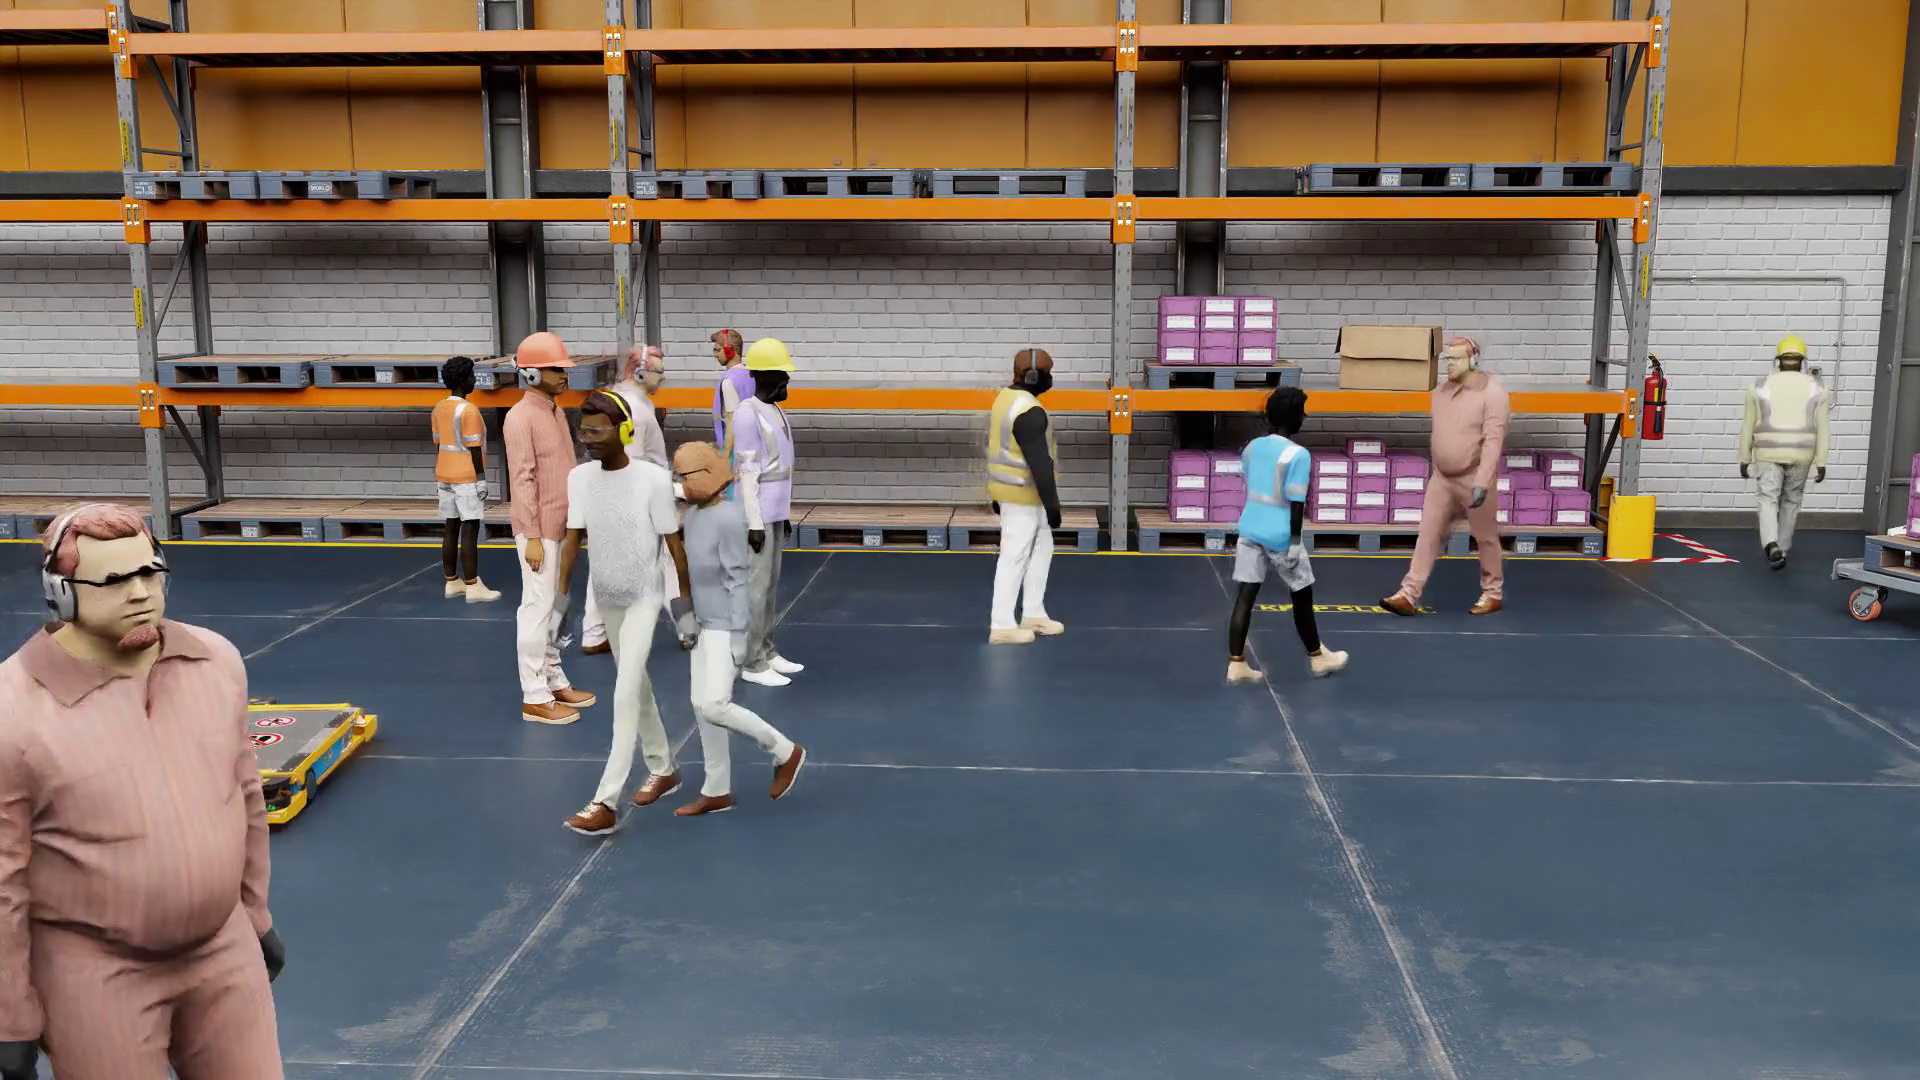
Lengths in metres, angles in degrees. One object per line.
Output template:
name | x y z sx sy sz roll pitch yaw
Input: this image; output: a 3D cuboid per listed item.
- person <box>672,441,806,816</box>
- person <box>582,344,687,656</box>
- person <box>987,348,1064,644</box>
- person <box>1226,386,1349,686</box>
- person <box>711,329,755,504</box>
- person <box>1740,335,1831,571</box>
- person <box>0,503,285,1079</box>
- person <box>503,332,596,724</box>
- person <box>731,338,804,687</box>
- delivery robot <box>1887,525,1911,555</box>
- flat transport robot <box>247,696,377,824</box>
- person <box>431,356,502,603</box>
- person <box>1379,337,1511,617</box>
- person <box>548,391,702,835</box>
person | -0.975 0.379 7.079 0.491 1.613 0.524 -5 11 -29
person | -1.843 -0.231 9.927 0.954 1.850 0.662 -5 11 -26
person | 0.466 -0.260 10.199 0.670 1.820 0.659 -2 10 -11
person | 1.823 -0.026 9.273 0.828 1.652 0.551 -6 11 -30
person | -1.671 -0.662 12.508 0.390 1.838 0.564 1 10 6
person | 6.204 -0.640 12.518 0.612 1.799 0.753 4 10 21
person | -1.727 0.854 3.457 0.518 1.896 0.657 5 11 29
person | -2.125 -0.066 8.561 0.376 1.994 0.612 1 10 4
person | -1.073 -0.159 9.301 0.369 1.928 0.586 2 10 9
delivery robot | 7.000 0.051 11.813 0.477 0.478 0.707 -7 12 -37
flat transport robot | -3.162 0.973 7.516 0.652 0.197 1.431 -1 10 -4
person | -3.431 -0.418 11.489 0.531 1.698 0.320 9 13 43
person | 3.247 -0.392 10.888 1.007 1.851 0.659 -7 12 -35
person | -1.433 0.300 6.907 0.524 1.818 0.941 5 11 25
